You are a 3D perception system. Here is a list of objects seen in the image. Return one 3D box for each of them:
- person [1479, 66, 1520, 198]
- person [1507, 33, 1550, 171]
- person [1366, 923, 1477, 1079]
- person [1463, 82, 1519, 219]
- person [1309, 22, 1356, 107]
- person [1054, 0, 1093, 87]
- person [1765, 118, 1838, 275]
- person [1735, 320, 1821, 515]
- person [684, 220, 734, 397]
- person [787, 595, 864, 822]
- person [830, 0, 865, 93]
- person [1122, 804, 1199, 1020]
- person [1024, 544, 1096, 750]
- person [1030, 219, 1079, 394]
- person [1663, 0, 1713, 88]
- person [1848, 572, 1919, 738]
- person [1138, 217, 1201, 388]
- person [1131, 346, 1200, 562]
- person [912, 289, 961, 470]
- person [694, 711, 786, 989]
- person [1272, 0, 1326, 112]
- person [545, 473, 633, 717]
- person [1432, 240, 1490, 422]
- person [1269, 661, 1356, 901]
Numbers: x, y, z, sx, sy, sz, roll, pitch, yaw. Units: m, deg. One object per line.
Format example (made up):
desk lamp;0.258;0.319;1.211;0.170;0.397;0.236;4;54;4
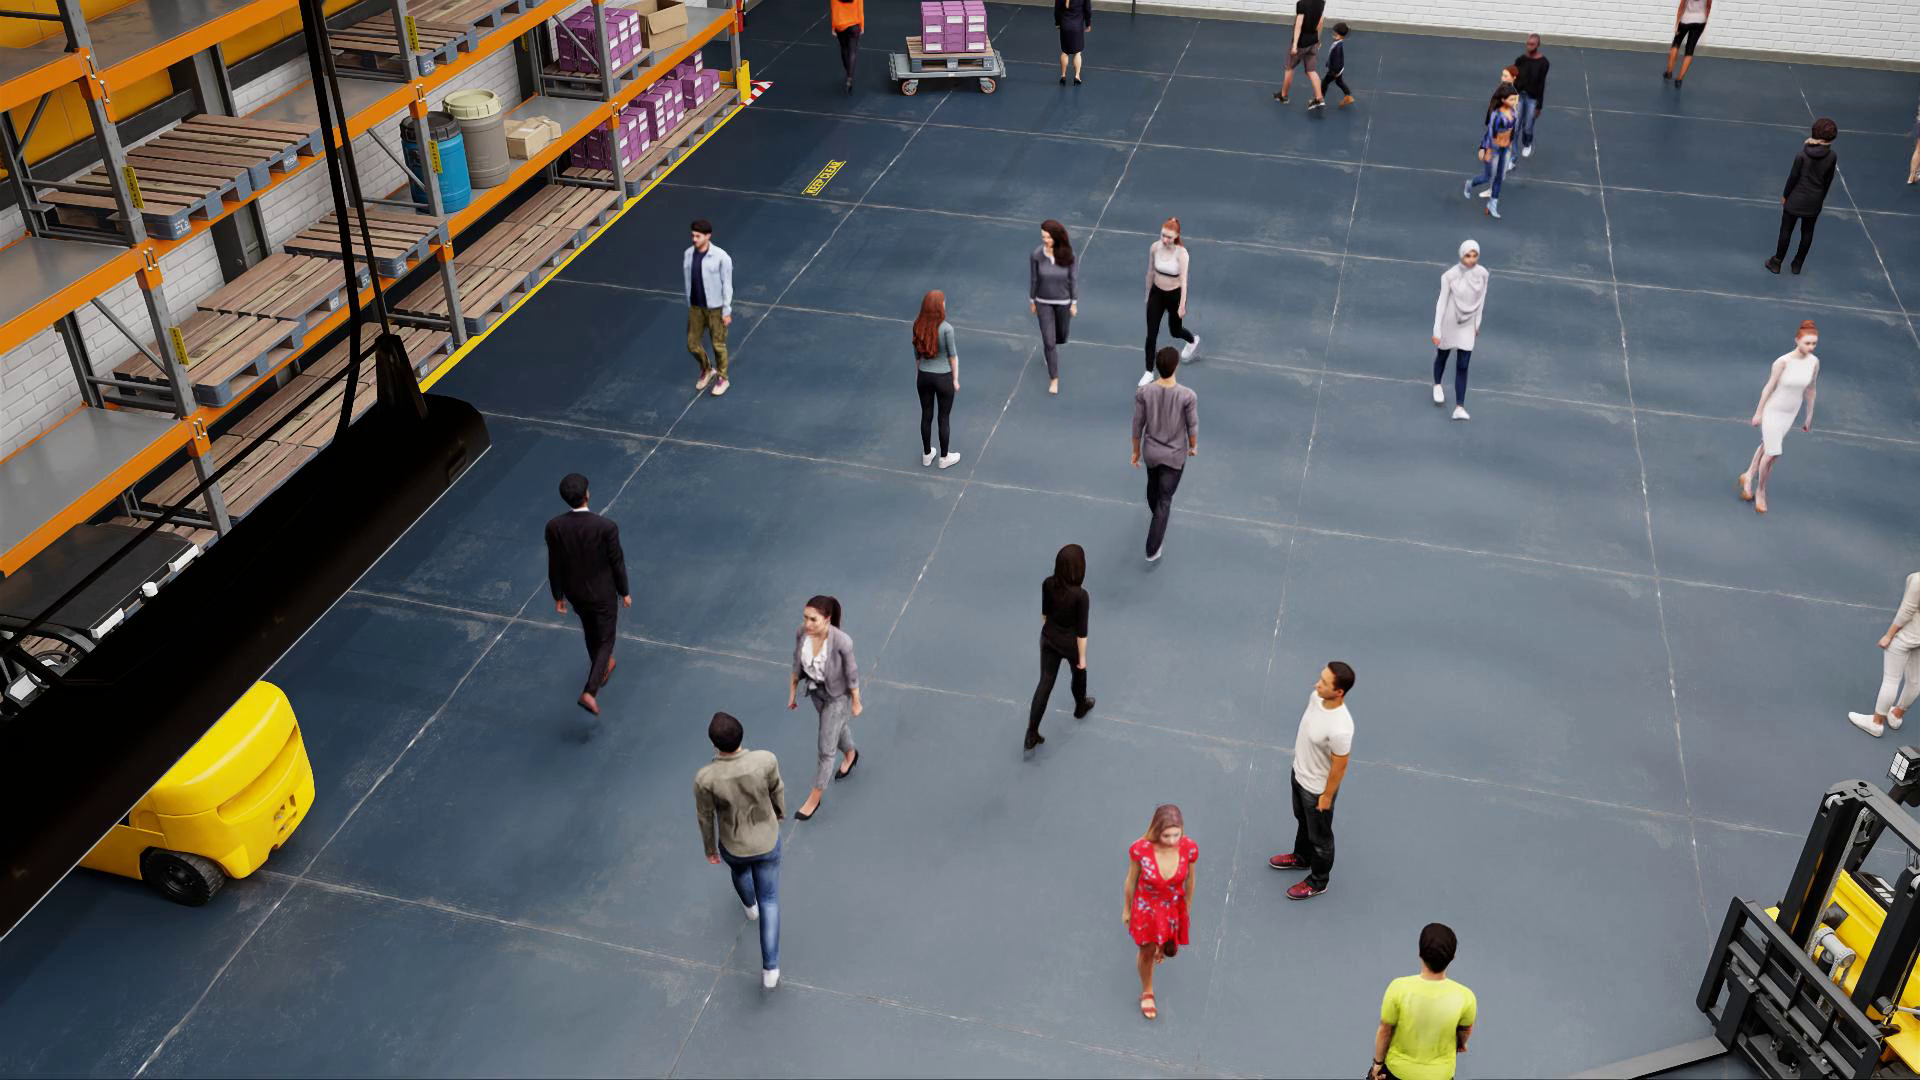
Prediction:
person;6.707;-5.030;20.458;0.793;1.636;0.742;-14;36;-20
person;7.252;-5.616;21.251;0.750;1.733;0.959;19;38;26
person;2.407;2.773;8.686;0.634;1.672;0.970;9;35;13
person;6.404;-4.686;19.968;0.903;1.605;0.953;-20;39;-28
person;5.319;-6.641;23.272;0.559;1.203;0.775;10;35;15
person;1.614;-7.403;23.997;0.698;1.671;0.616;7;34;10
person;9.405;-3.812;18.494;0.633;1.781;0.611;6;34;9
person;7.069;-1.119;14.447;0.743;1.777;0.814;-5;34;-7
person;-2.396;-2.284;16.180;0.698;1.799;0.648;12;35;17
person;-0.841;1.036;11.329;0.895;1.638;1.129;22;39;29
person;-1.604;-7.242;23.731;0.721;1.697;1.148;4;34;6
person;1.157;2.091;9.794;0.686;1.580;0.837;0;34;0
person;0.678;0.776;11.747;0.828;1.609;1.127;21;39;29
person;0.912;-2.359;16.345;0.799;1.740;1.090;-1;34;-2
person;10.531;-7.388;23.919;0.617;1.732;0.747;9;35;14
person;6.799;0.667;11.817;0.684;1.713;0.705;-8;35;-12
person;2.100;-2.389;16.416;0.929;1.712;1.225;25;41;32
person;1.668;-0.676;13.751;0.780;1.810;1.204;12;36;18
person;-0.219;-1.446;14.968;0.619;1.744;0.603;16;37;22
person;-1.242;1.852;9.915;1.056;1.845;1.310;-6;34;-9
person;4.849;-6.849;23.021;1.185;1.828;1.247;-19;38;-26
person;-2.708;0.421;12.056;0.800;1.859;1.119;4;34;7
person;4.717;-2.057;15.894;0.835;1.738;1.147;0;34;0
person;2.271;1.491;10.494;0.773;1.805;0.636;-7;34;-10
